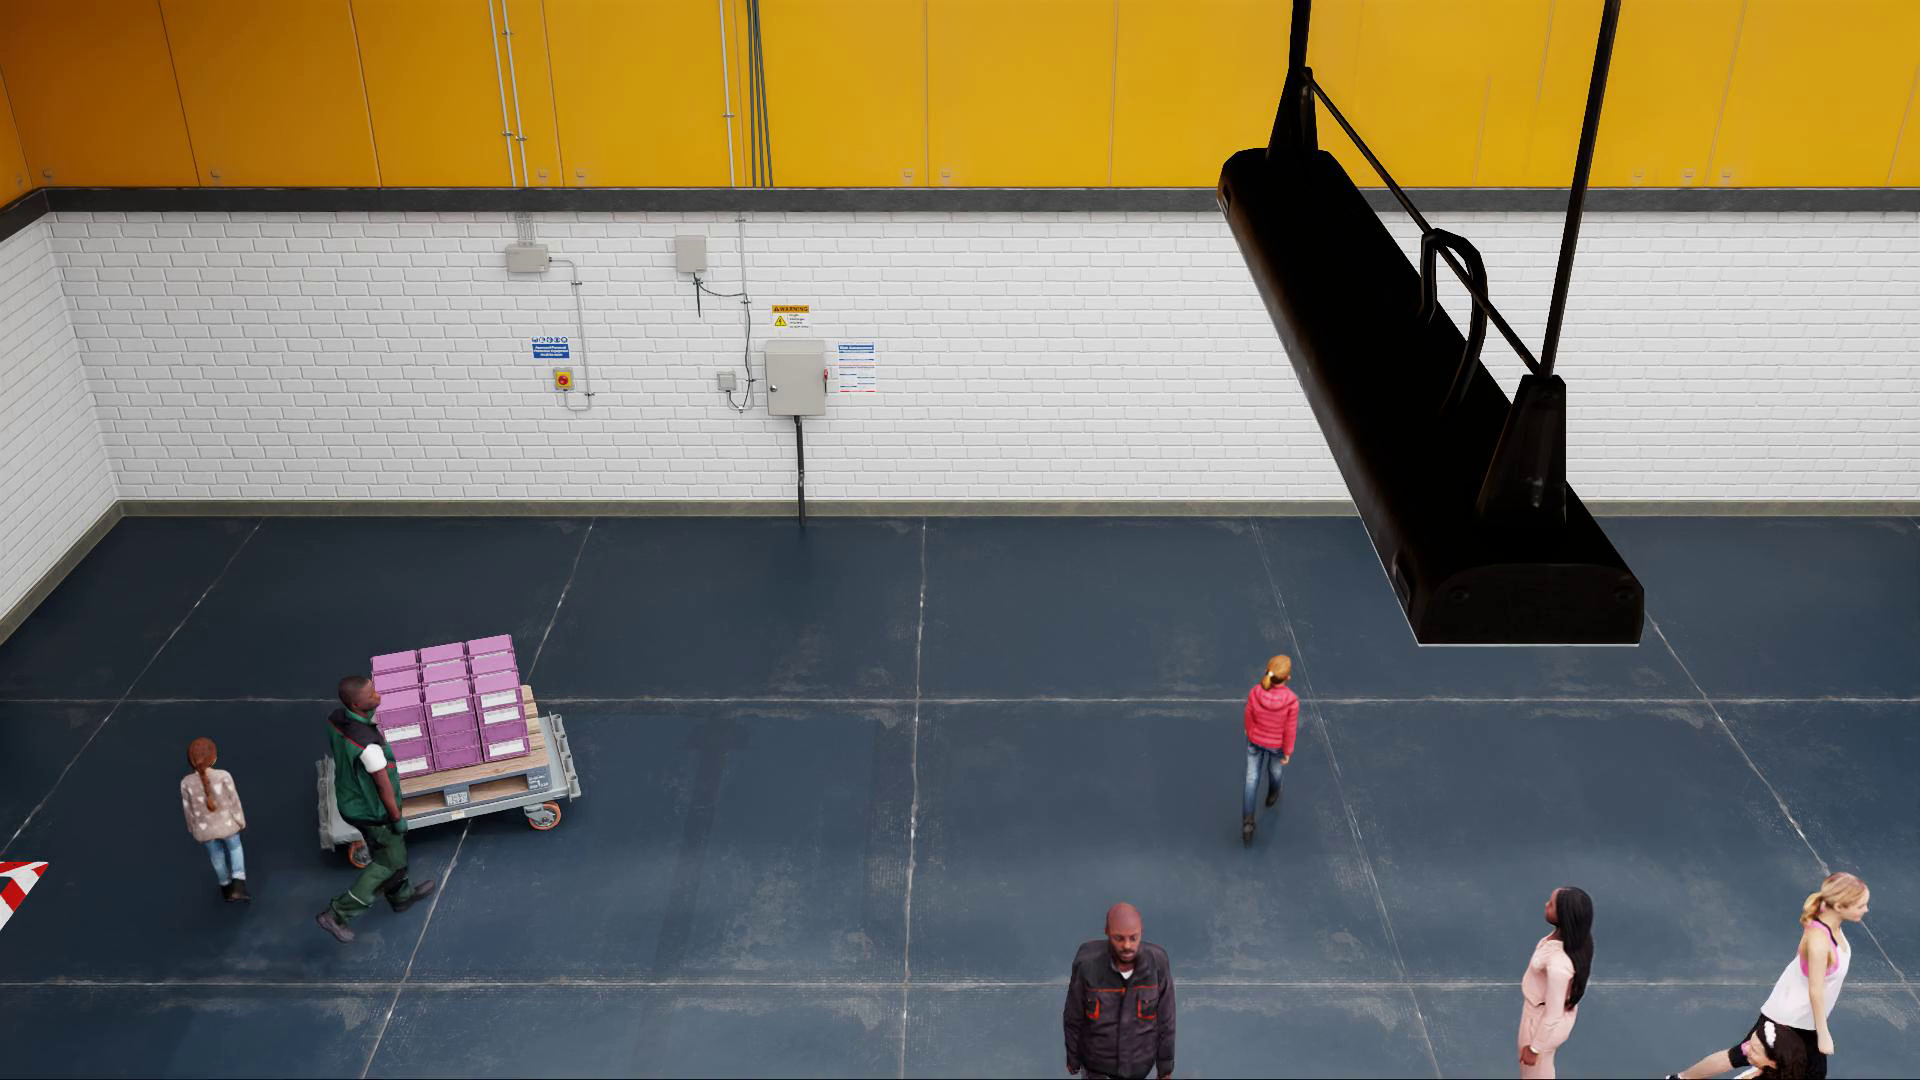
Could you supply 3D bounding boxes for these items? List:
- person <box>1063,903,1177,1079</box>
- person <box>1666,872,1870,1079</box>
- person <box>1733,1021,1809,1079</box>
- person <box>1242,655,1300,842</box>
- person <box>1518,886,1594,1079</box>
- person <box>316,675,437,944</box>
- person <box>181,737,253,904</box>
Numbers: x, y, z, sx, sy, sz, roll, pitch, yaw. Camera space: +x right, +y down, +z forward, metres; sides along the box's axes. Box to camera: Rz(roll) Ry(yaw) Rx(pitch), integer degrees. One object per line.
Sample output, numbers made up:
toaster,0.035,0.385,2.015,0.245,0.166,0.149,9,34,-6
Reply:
person,0.771,2.476,8.305,0.826,1.815,1.223,-5,29,-8
person,4.160,2.396,8.522,1.132,1.747,1.135,21,35,34
person,3.638,2.937,7.507,0.943,1.769,1.206,8,30,14
person,1.987,1.370,10.883,0.722,1.287,0.964,11,30,19
person,2.977,2.454,8.444,0.757,1.720,0.620,13,31,23
person,-3.545,1.620,9.865,1.108,1.823,1.083,-24,37,-37
person,-4.589,1.773,10.252,0.597,1.184,0.680,-12,31,-21
